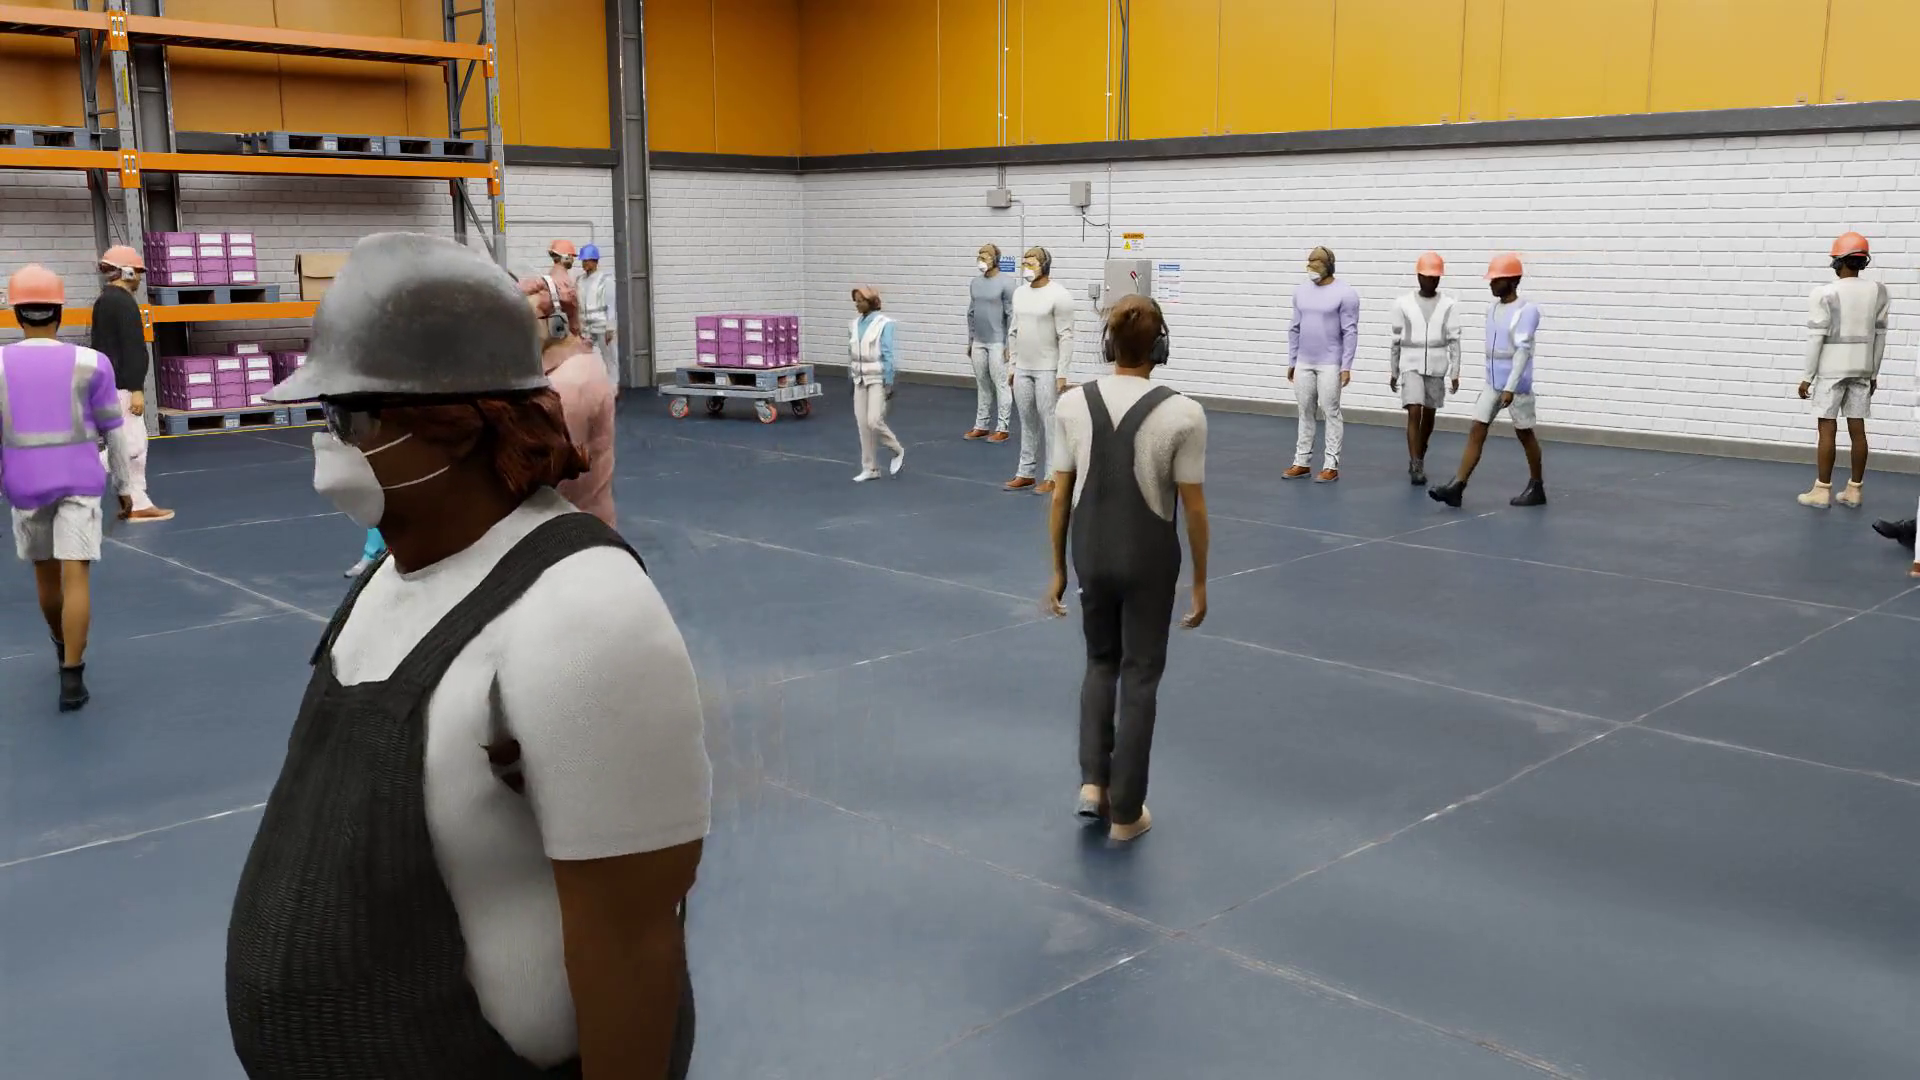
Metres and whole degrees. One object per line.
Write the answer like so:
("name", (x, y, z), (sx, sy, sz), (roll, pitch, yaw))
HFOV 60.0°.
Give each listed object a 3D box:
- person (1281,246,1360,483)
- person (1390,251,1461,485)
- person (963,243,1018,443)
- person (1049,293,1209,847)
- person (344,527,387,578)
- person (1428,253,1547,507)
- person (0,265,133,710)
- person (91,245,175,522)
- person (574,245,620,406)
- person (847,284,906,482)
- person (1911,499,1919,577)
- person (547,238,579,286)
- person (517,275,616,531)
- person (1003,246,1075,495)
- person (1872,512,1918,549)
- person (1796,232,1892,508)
("person", (2.960, -1.436, 13.671), (0.373, 1.933, 0.627), (-10, 14, -43))
("person", (3.849, -1.437, 13.792), (0.554, 1.903, 0.969), (2, 11, 9))
("person", (0.306, -1.921, 16.298), (0.373, 1.941, 0.627), (-10, 14, -43))
("person", (0.569, 0.107, 5.519), (0.538, 1.834, 0.423), (5, 11, 25))
("person", (-3.502, -0.711, 9.988), (0.578, 1.832, 0.605), (7, 12, 32))
("person", (3.996, -1.166, 12.324), (0.992, 1.882, 0.548), (-5, 11, -24))
("person", (-3.973, -0.253, 7.338), (0.572, 1.882, 0.978), (-4, 11, -20))
("person", (-5.922, -1.054, 11.526), (0.768, 1.960, 0.638), (-9, 14, -41))
("person", (-4.310, -2.467, 19.373), (0.639, 1.895, 0.965), (5, 11, 25))
("person", (-0.715, -1.285, 13.669), (0.530, 1.623, 0.416), (10, 14, 43))
("person", (5.860, -0.679, 9.732), (0.443, 1.863, 0.577), (-1, 10, -4))
("person", (-4.214, -2.208, 17.732), (0.430, 1.981, 0.672), (-6, 12, -29))
("person", (-1.423, -0.013, 6.080), (0.628, 1.885, 0.663), (-3, 11, -15))
("person", (0.616, -1.322, 13.030), (0.373, 1.941, 0.627), (-10, 14, -43))
("person", (6.389, -0.826, 10.471), (0.962, 1.881, 0.559), (1, 10, 6))
("person", (6.546, -1.254, 12.372), (0.605, 2.045, 0.388), (-1, 10, -4))
